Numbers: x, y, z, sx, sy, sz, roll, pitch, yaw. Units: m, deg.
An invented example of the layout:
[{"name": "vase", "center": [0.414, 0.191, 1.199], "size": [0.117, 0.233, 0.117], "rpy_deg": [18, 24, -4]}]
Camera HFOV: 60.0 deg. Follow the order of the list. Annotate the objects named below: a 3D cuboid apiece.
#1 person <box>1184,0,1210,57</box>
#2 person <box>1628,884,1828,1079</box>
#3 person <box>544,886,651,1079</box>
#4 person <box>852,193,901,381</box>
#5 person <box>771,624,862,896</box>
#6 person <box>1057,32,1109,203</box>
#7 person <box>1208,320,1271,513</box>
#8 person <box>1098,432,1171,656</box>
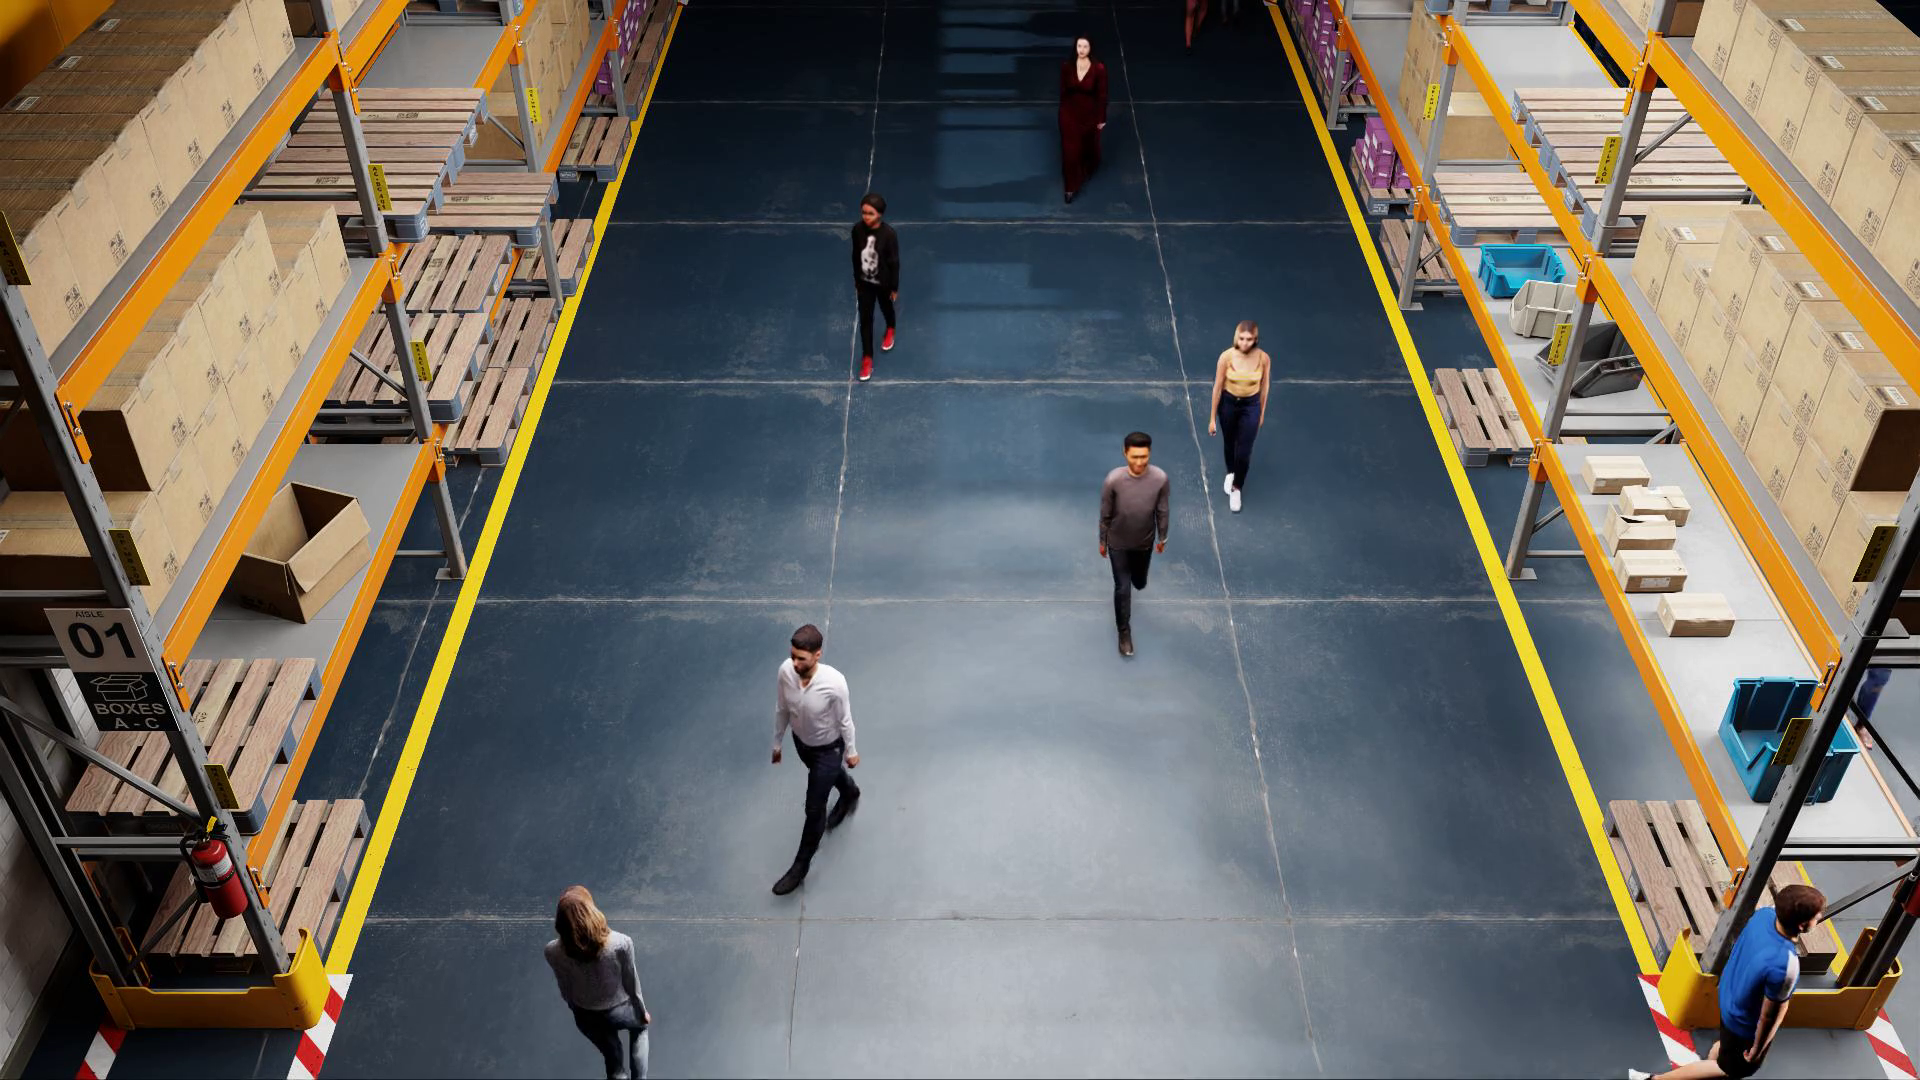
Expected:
[{"name": "person", "center": [2.966, -6.840, 20.338], "size": [0.734, 1.681, 1.238], "rpy_deg": [7, 39, 8]}, {"name": "person", "center": [3.984, 2.420, 8.612], "size": [0.753, 1.845, 0.950], "rpy_deg": [2, 39, 3]}, {"name": "person", "center": [-1.834, 2.510, 8.555], "size": [0.625, 1.775, 0.598], "rpy_deg": [0, 39, 0]}, {"name": "person", "center": [-0.713, -2.319, 14.710], "size": [0.778, 1.639, 1.128], "rpy_deg": [9, 40, 11]}, {"name": "person", "center": [-0.818, 1.187, 10.176], "size": [1.090, 1.819, 1.295], "rpy_deg": [22, 44, 26]}, {"name": "person", "center": [1.291, -4.441, 17.296], "size": [0.833, 1.728, 1.125], "rpy_deg": [9, 39, 11]}, {"name": "person", "center": [2.205, -1.065, 13.164], "size": [0.657, 1.609, 0.784], "rpy_deg": [7, 39, 9]}, {"name": "person", "center": [1.212, -0.047, 11.776], "size": [0.977, 1.751, 0.676], "rpy_deg": [0, 39, 0]}]
